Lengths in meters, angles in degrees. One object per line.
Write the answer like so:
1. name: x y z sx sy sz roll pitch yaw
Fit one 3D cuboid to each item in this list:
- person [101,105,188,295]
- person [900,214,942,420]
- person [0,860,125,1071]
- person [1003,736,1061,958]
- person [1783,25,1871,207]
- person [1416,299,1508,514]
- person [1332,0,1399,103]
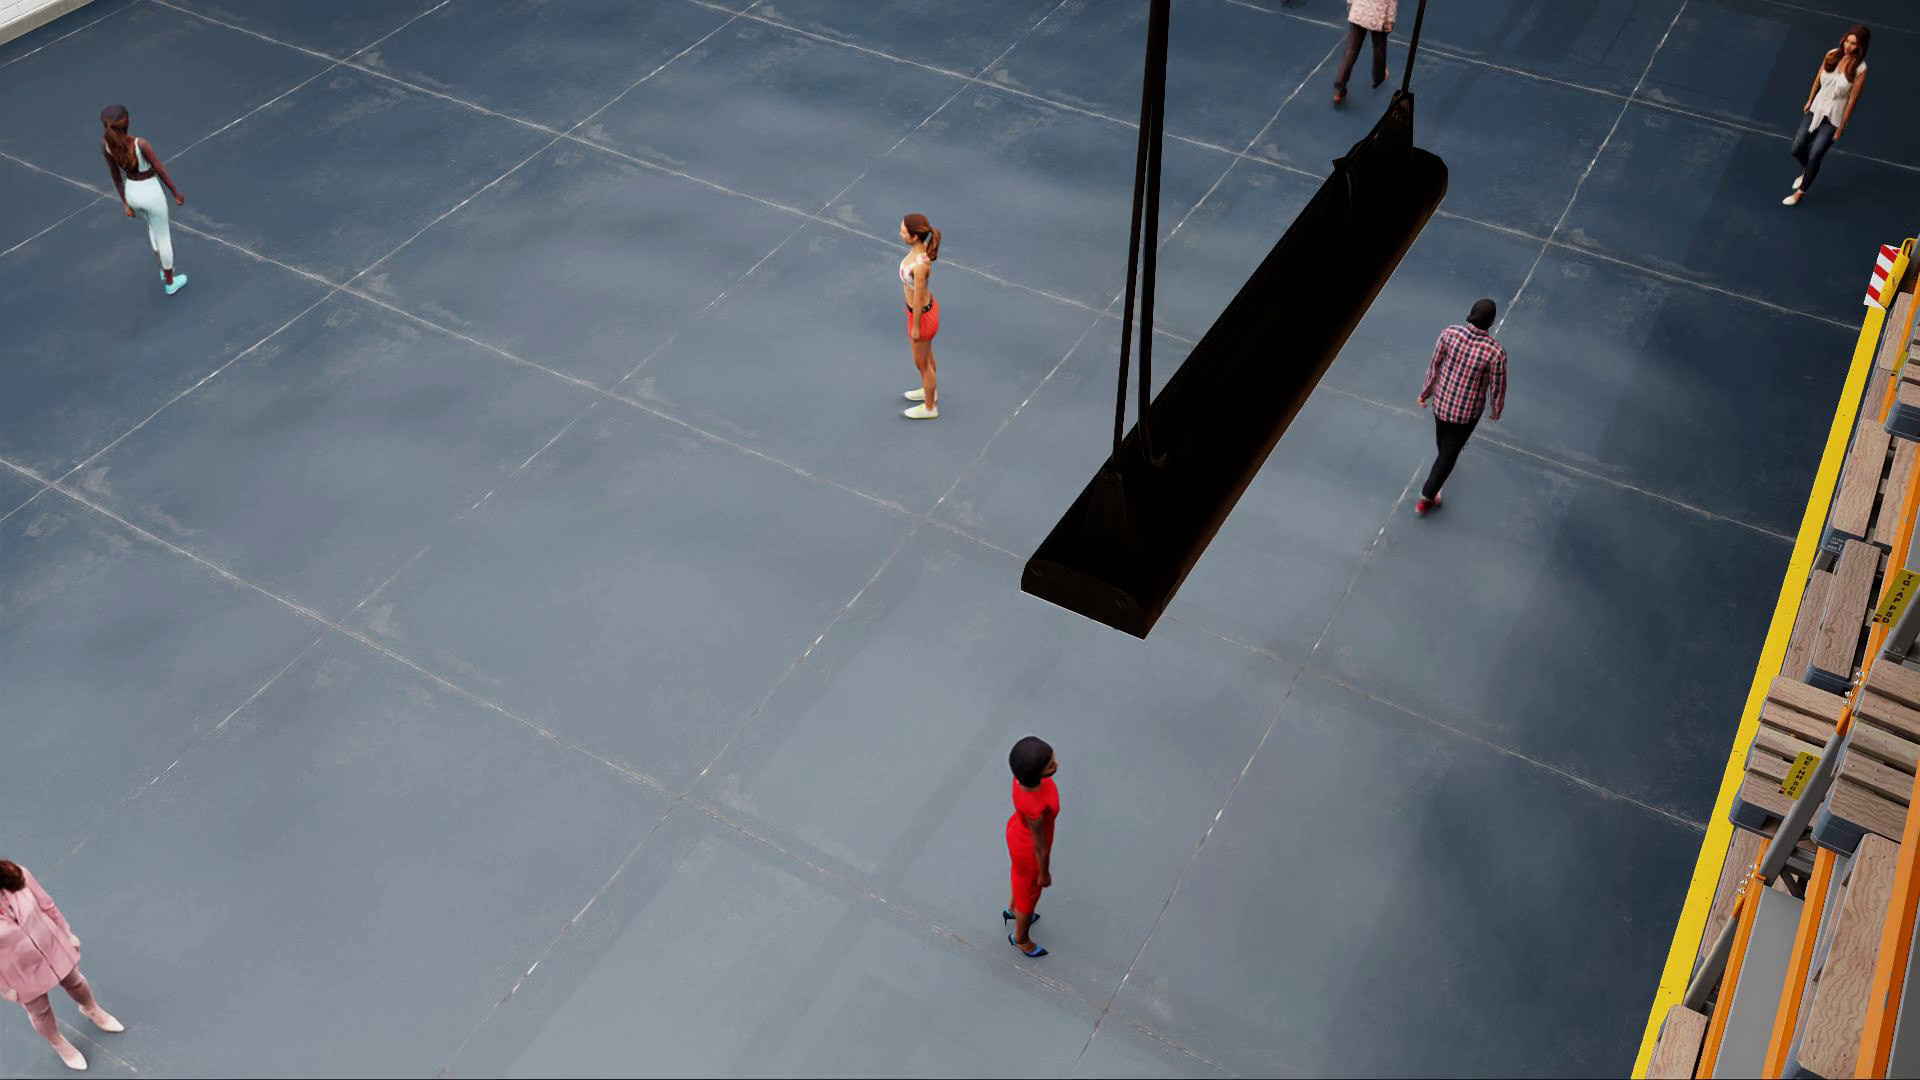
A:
1. person: -6.842 -2.806 13.929 0.667 1.712 0.709 5 44 6
2. person: -0.286 -1.713 12.728 0.710 1.786 0.610 0 44 0
3. person: -4.844 2.154 8.662 0.659 1.795 0.475 22 48 22
4. person: 0.385 1.687 9.190 0.705 1.744 0.611 -4 44 -4
5. person: 7.866 -3.835 14.970 0.844 1.766 0.775 -25 49 -24
6. person: 3.549 -0.941 11.961 0.887 1.726 1.187 33 53 30
7. person: 3.996 -5.139 16.337 0.729 1.768 1.096 24 49 23
